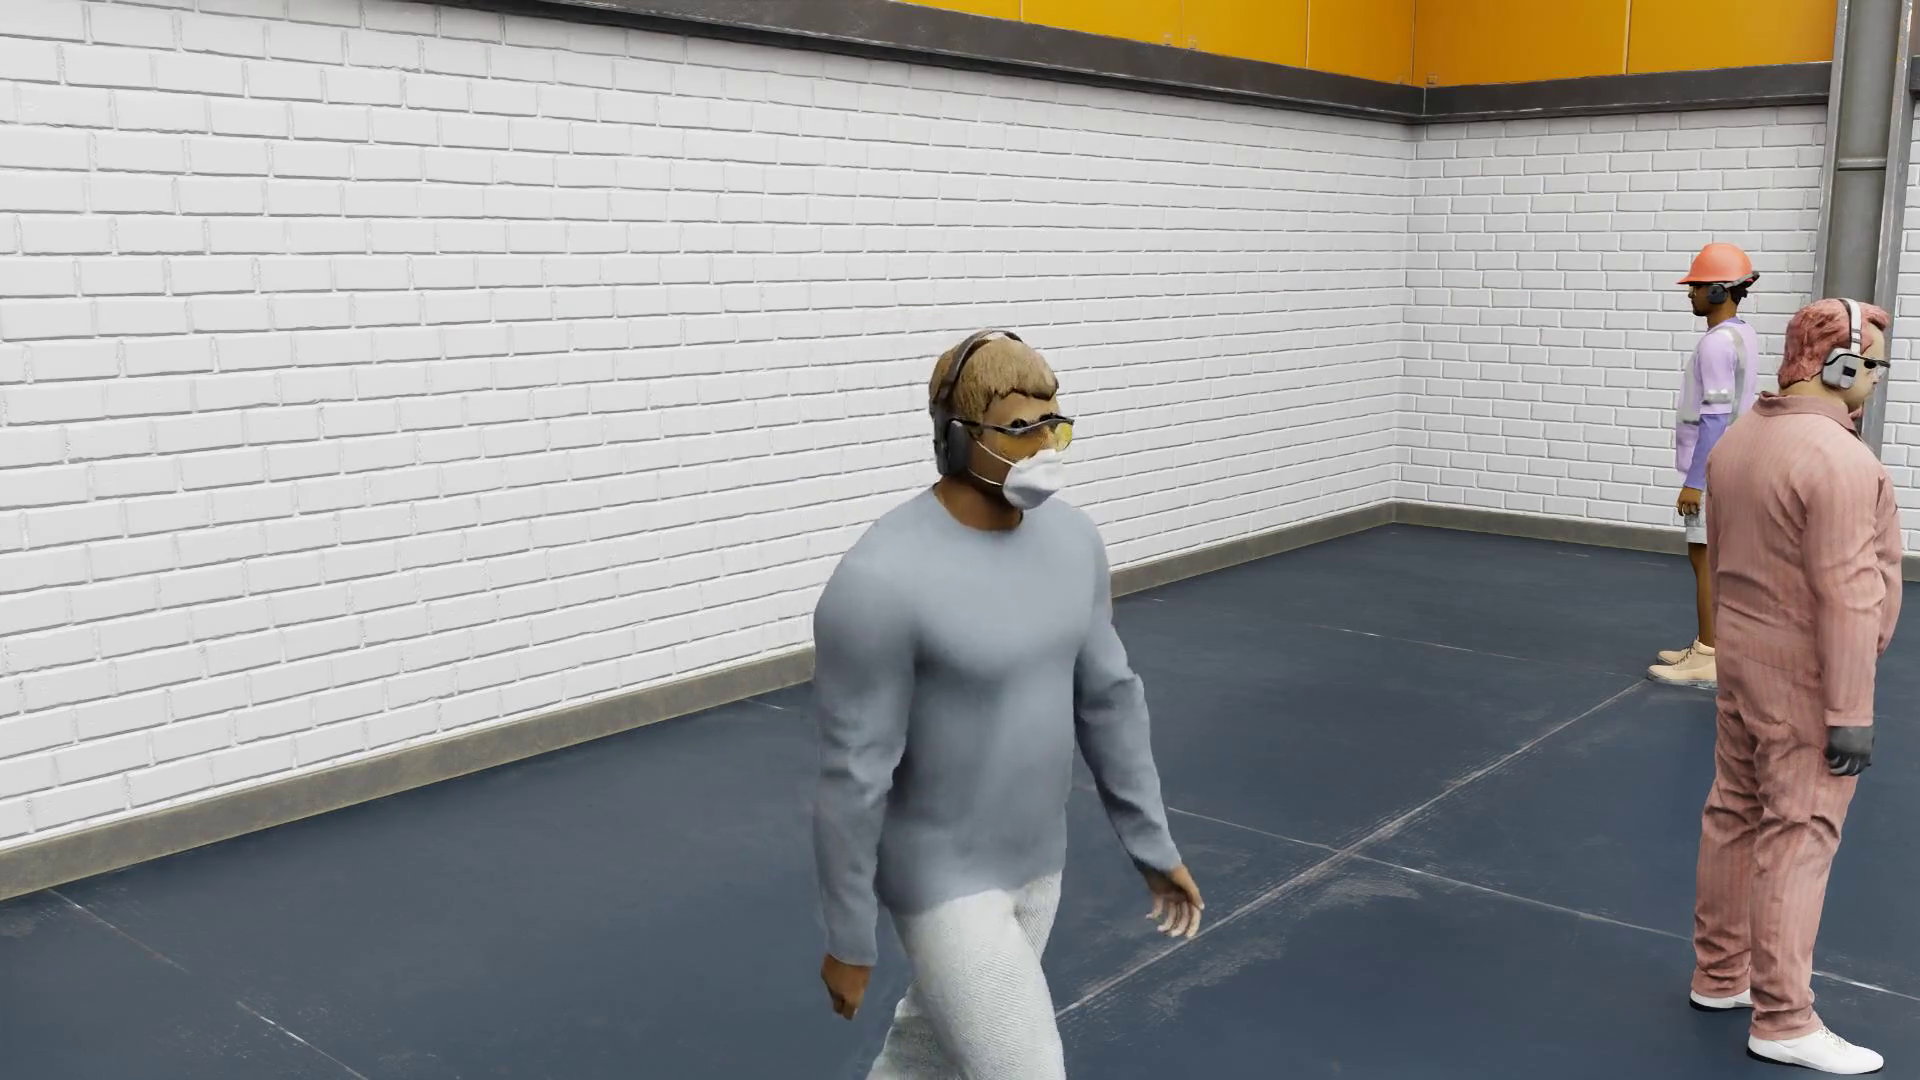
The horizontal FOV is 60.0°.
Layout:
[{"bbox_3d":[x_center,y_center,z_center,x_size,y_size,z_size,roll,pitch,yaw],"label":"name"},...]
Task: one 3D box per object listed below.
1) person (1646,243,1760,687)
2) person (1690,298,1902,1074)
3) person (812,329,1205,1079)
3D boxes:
[{"bbox_3d":[3.457,-0.340,7.708,0.370,2.044,0.608,6,12,32],"label":"person"},{"bbox_3d":[2.110,0.353,4.169,0.409,1.903,0.638,0,10,-1],"label":"person"},{"bbox_3d":[0.093,0.593,2.833,1.016,1.882,0.651,7,12,37],"label":"person"}]
